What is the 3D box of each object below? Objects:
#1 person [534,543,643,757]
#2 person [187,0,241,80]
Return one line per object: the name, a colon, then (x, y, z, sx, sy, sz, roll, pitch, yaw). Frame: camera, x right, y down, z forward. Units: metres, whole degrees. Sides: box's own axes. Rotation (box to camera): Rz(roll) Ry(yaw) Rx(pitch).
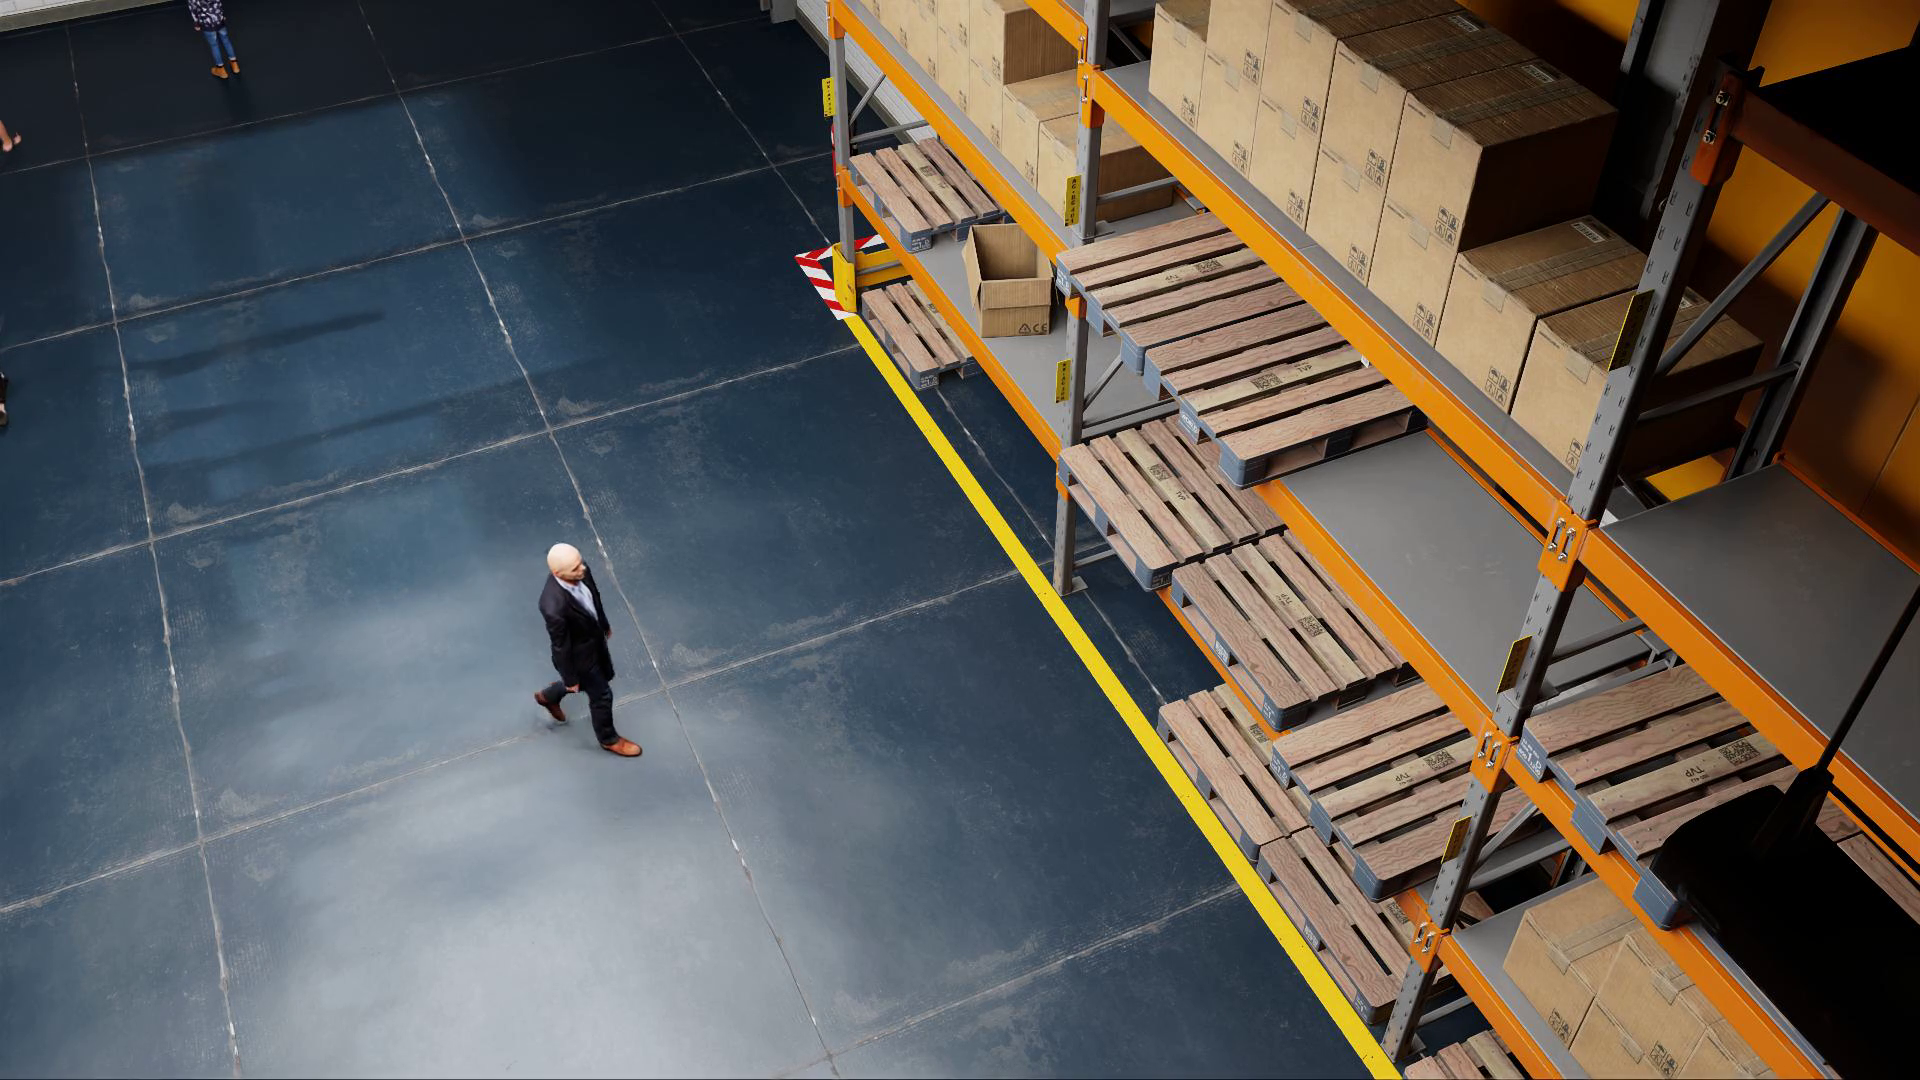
person: (-2.409, 0.655, 10.315, 1.053, 1.781, 1.039, 8, 44, 8)
person: (-7.672, -5.349, 17.002, 0.601, 1.251, 0.570, 32, 52, 29)
